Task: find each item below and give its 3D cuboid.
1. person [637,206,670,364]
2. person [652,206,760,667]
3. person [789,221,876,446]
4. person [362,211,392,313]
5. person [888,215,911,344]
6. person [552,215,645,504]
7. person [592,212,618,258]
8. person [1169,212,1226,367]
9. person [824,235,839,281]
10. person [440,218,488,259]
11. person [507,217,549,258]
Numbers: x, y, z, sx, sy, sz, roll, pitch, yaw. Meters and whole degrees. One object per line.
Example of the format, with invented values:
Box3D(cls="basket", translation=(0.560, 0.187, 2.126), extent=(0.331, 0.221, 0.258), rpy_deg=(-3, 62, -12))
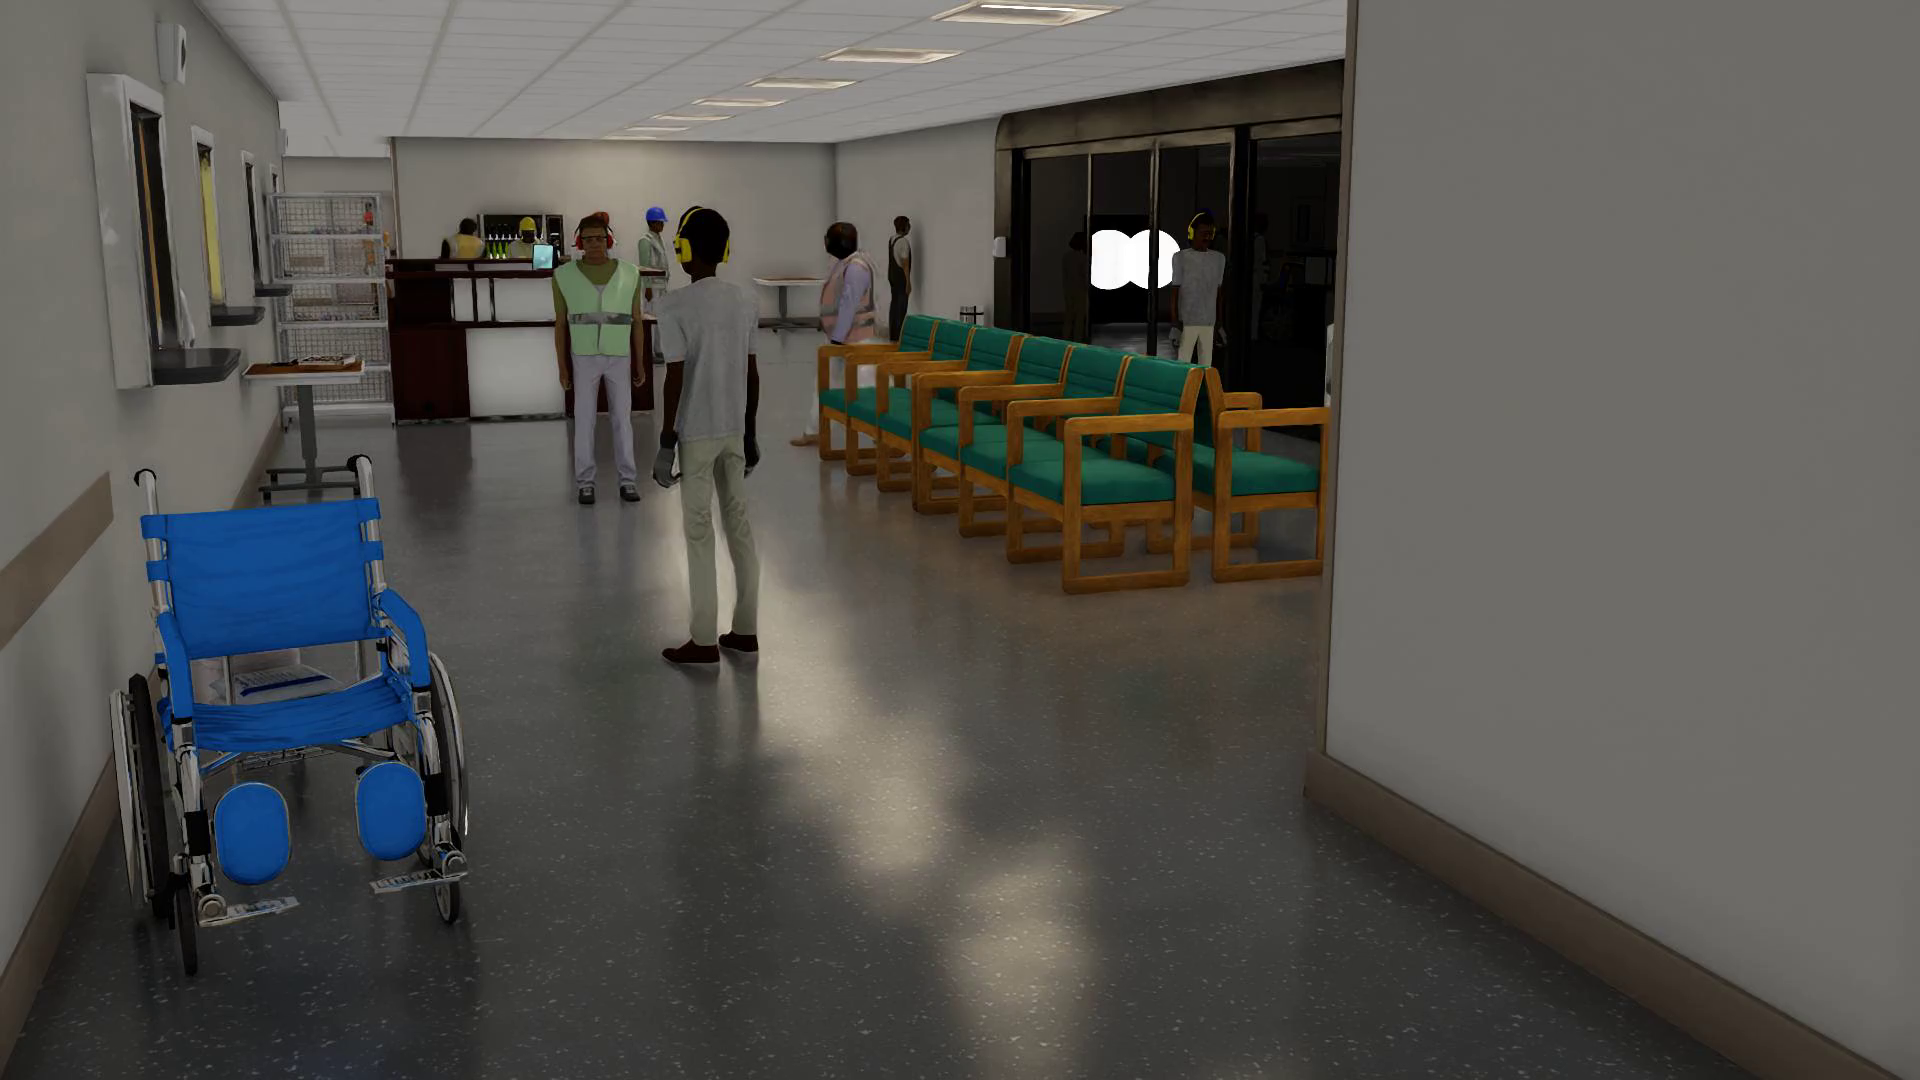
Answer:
Box3D(cls="person", translation=(-3.809, -3.183, 20.814), extent=(0.404, 1.945, 0.615), rpy_deg=(2, 11, 10))
Box3D(cls="person", translation=(-1.033, -0.414, 6.806), extent=(0.328, 1.872, 0.513), rpy_deg=(10, 15, 41))
Box3D(cls="person", translation=(-0.856, -1.627, 13.265), extent=(0.924, 1.807, 0.614), rpy_deg=(-4, 12, -20))
Box3D(cls="person", translation=(-11.000, -5.223, 31.354), extent=(0.543, 1.924, 0.408), rpy_deg=(1, 11, 6))
Box3D(cls="person", translation=(-0.839, -3.647, 23.486), extent=(0.346, 1.840, 0.508), rpy_deg=(-6, 13, -28))
Box3D(cls="person", translation=(-2.313, -1.152, 10.686), extent=(0.560, 1.839, 0.393), rpy_deg=(-4, 12, -19))
Box3D(cls="person", translation=(-4.416, -3.110, 20.609), extent=(0.354, 1.883, 0.573), rpy_deg=(-7, 13, -33))
Box3D(cls="person", translation=(1.972, -1.769, 13.782), extent=(0.513, 1.864, 0.325), rpy_deg=(-4, 12, -20))
Box3D(cls="person", translation=(-1.596, -3.109, 21.282), extent=(0.285, 1.627, 0.504), rpy_deg=(1, 11, 4))
Box3D(cls="person", translation=(-6.947, -3.546, 23.084), extent=(0.774, 1.807, 0.434), rpy_deg=(-7, 13, -33))
Box3D(cls="person", translation=(-5.753, -3.403, 22.276), extent=(0.594, 1.824, 0.404), rpy_deg=(-3, 11, -15))
